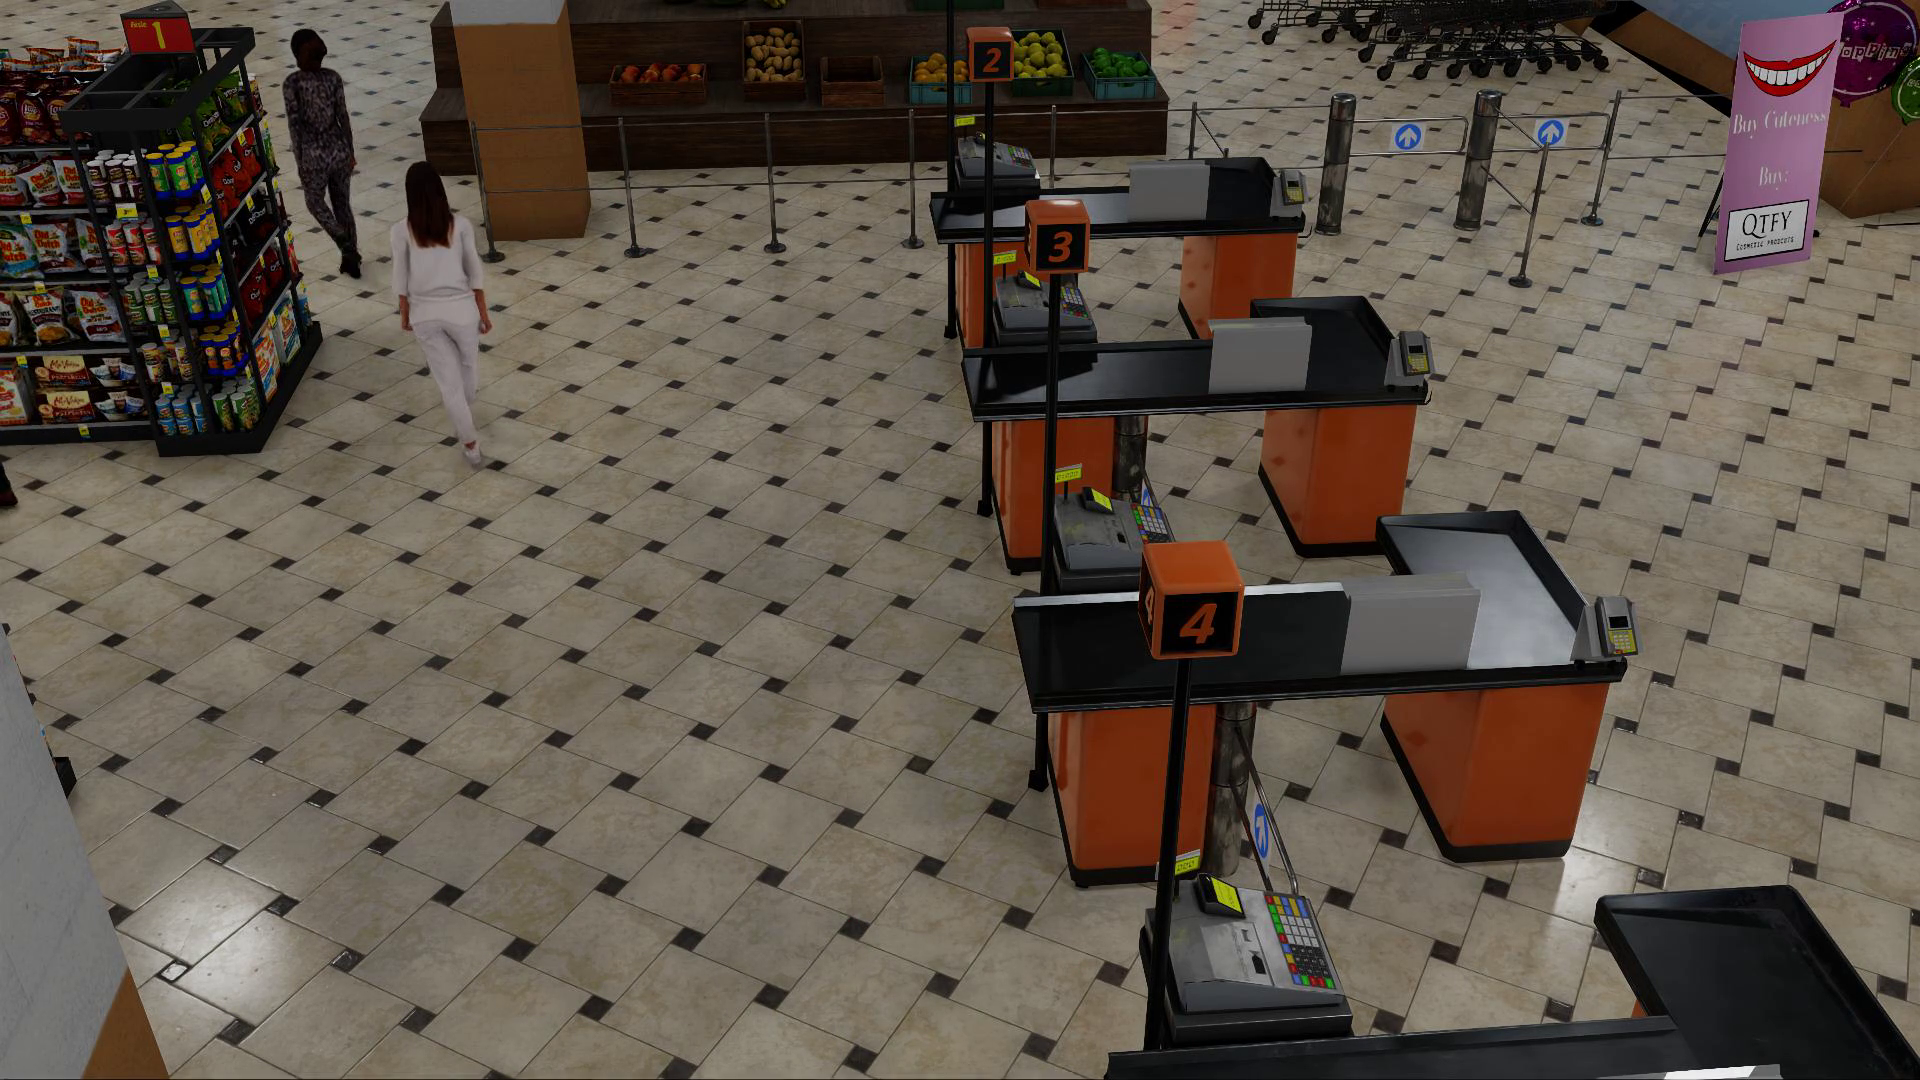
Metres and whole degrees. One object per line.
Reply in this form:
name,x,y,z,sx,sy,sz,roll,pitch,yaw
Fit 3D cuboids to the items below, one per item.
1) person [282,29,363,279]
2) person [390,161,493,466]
person,-4.210,-2.530,11.114,0.765,1.704,0.818,-25,40,-34
person,-2.771,-1.183,8.998,1.040,1.653,0.900,-13,34,-20
